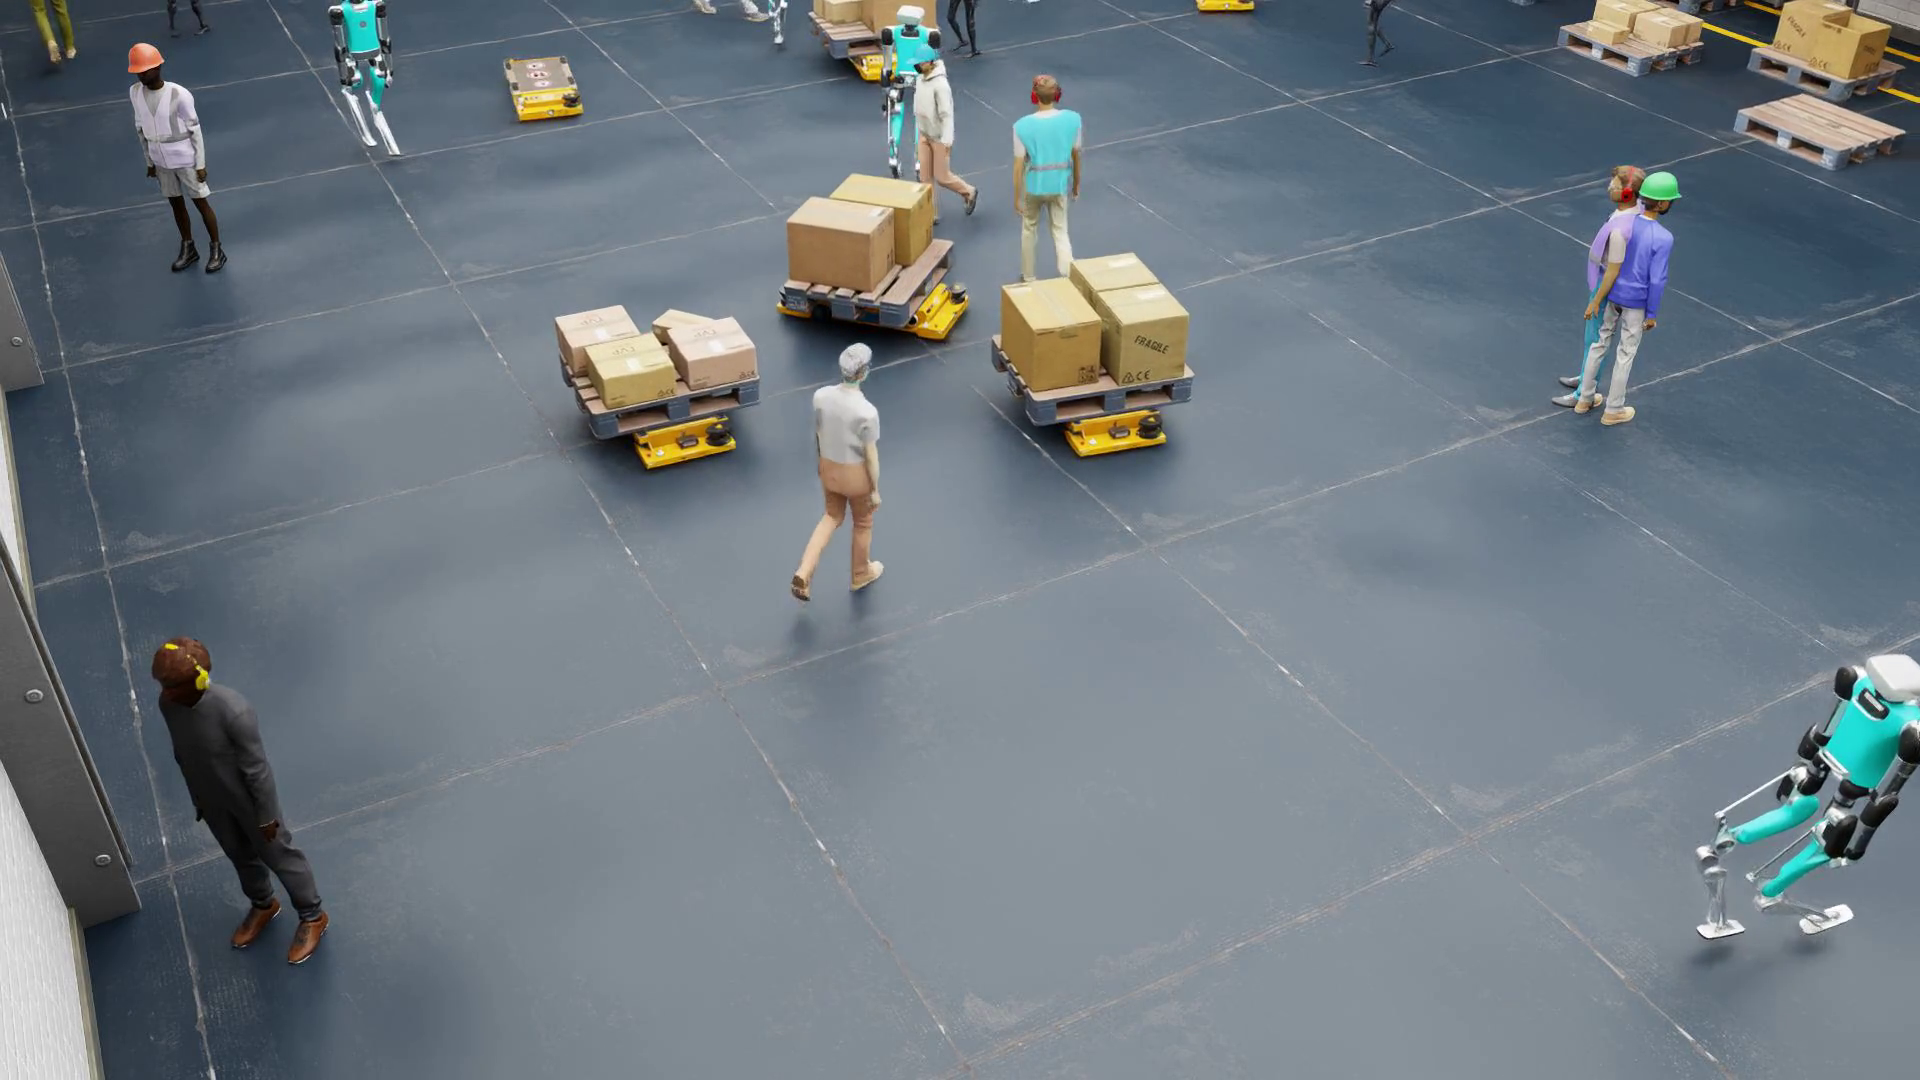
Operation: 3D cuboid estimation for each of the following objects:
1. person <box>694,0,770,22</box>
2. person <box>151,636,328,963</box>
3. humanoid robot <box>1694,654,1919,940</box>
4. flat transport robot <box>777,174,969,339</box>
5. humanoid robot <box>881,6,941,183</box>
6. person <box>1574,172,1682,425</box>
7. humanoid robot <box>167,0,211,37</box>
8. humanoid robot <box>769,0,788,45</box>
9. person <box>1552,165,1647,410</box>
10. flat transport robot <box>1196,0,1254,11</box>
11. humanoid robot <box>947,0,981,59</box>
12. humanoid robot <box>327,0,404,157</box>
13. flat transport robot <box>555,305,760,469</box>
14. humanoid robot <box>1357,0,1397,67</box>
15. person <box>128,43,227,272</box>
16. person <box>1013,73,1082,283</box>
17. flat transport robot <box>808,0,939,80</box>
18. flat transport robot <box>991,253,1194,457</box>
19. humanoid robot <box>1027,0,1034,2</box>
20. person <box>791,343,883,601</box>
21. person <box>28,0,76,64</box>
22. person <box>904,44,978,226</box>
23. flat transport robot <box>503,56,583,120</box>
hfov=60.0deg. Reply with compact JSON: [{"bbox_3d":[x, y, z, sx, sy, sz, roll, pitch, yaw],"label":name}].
[{"bbox_3d":[-2.745,-6.981,19.314,0.920,1.846,0.584,9,36,13],"label":"person"},{"bbox_3d":[-3.323,1.184,7.639,0.489,1.866,0.355,11,37,15],"label":"person"},{"bbox_3d":[3.826,1.274,7.607,0.998,1.729,0.540,-8,36,-12],"label":"humanoid robot"},{"bbox_3d":[-0.706,-1.952,13.502,1.431,0.231,0.659,11,37,15],"label":"flat transport robot"},{"bbox_3d":[-0.462,-3.789,14.869,0.552,1.824,0.667,3,35,5],"label":"humanoid robot"},{"bbox_3d":[4.735,-1.705,11.756,0.353,1.869,0.467,-23,41,-30],"label":"person"},{"bbox_3d":[-8.885,-6.550,18.845,0.614,1.649,0.418,5,35,8],"label":"humanoid robot"},{"bbox_3d":[-2.062,-6.346,18.488,0.544,1.730,1.016,3,35,4],"label":"humanoid robot"},{"bbox_3d":[4.637,-1.799,11.909,0.390,1.848,0.565,16,38,22],"label":"person"},{"bbox_3d":[3.164,-6.818,20.450,0.659,0.231,1.431,-1,35,-2],"label":"flat transport robot"},{"bbox_3d":[0.045,-6.092,18.196,0.414,1.640,0.609,-21,40,-28],"label":"humanoid robot"},{"bbox_3d":[-5.691,-4.482,15.821,0.542,1.714,1.012,-23,41,-29],"label":"humanoid robot"},{"bbox_3d":[-2.173,-0.994,12.136,0.659,0.231,1.431,-15,38,-20],"label":"flat transport robot"},{"bbox_3d":[4.587,-5.958,17.996,0.380,1.650,0.608,17,39,23],"label":"humanoid robot"},{"bbox_3d":[-6.503,-3.150,13.760,0.541,1.938,0.354,5,35,7],"label":"person"},{"bbox_3d":[0.712,-2.803,13.367,0.582,1.817,0.625,-5,35,-8],"label":"person"},{"bbox_3d":[-0.950,-5.458,18.508,0.659,0.231,1.431,-12,37,-16],"label":"flat transport robot"},{"bbox_3d":[0.943,-1.083,12.261,0.659,0.231,1.431,-10,36,-14],"label":"flat transport robot"},{"bbox_3d":[0.748,-7.341,19.924,0.541,1.810,0.700,13,37,18],"label":"humanoid robot"},{"bbox_3d":[-0.729,-0.353,9.962,0.499,1.714,0.653,21,40,27],"label":"person"},{"bbox_3d":[-9.969,-6.088,18.053,0.540,1.821,0.699,-16,38,-22],"label":"person"},{"bbox_3d":[-0.174,-3.535,14.559,0.620,1.645,0.503,-23,41,-30],"label":"person"},{"bbox_3d":[-4.412,-4.781,17.542,0.659,0.231,1.431,-11,36,-15],"label":"flat transport robot"}]
